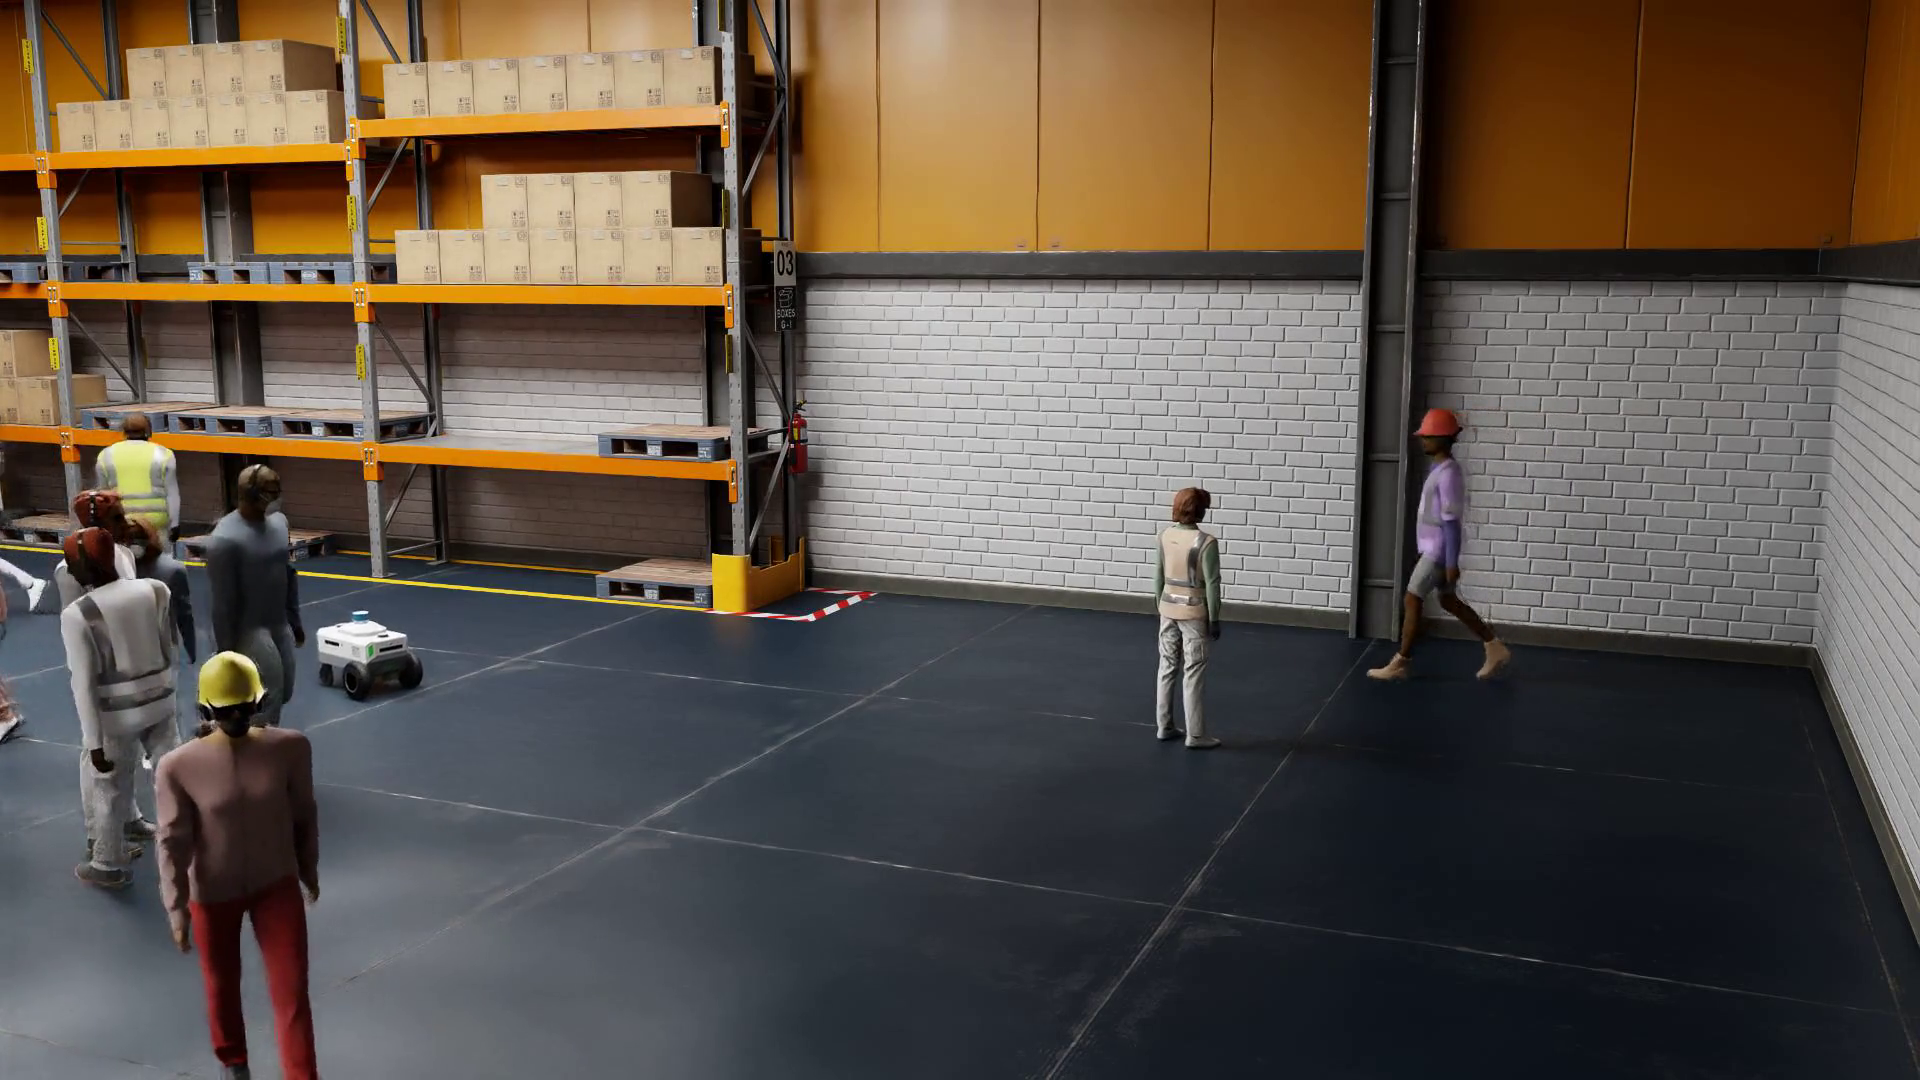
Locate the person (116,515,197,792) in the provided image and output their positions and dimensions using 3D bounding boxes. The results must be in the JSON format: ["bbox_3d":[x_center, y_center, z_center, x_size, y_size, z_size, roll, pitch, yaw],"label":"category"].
[{"bbox_3d":[-4.743,0.628,9.708,0.507,1.587,0.863,-3,10,-17],"label":"person"}]

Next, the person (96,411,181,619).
[{"bbox_3d":[-6.780,-0.152,13.748,0.633,1.824,0.720,-2,10,-10],"label":"person"}]

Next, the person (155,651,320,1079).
[{"bbox_3d":[-2.453,1.221,5.728,0.537,1.706,0.915,-6,11,-33],"label":"person"}]

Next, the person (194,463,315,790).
[{"bbox_3d":[-4.072,0.505,9.483,0.737,1.913,0.630,2,10,10],"label":"person"}]

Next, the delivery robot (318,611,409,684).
[{"bbox_3d":[-4.242,0.749,11.811,0.707,0.478,0.477,7,12,38],"label":"delivery robot"}]

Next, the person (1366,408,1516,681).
[{"bbox_3d":[3.516,0.051,11.972,0.995,2.015,0.617,2,10,14],"label":"person"}]

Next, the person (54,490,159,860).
[{"bbox_3d":[-4.349,0.676,8.516,0.343,1.882,0.585,0,9,2],"label":"person"}]

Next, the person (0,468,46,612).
[{"bbox_3d":[-8.329,-0.252,14.274,0.786,1.845,0.521,-1,9,-6],"label":"person"}]

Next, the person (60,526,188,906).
[{"bbox_3d":[-3.886,0.830,7.807,1.013,1.823,0.588,6,11,34],"label":"person"}]

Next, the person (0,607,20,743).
[{"bbox_3d":[-6.149,0.438,10.082,0.644,1.856,0.989,3,10,17],"label":"person"}]

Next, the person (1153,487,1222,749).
[{"bbox_3d":[1.422,0.485,10.422,0.310,1.636,0.522,-8,12,-38],"label":"person"}]
